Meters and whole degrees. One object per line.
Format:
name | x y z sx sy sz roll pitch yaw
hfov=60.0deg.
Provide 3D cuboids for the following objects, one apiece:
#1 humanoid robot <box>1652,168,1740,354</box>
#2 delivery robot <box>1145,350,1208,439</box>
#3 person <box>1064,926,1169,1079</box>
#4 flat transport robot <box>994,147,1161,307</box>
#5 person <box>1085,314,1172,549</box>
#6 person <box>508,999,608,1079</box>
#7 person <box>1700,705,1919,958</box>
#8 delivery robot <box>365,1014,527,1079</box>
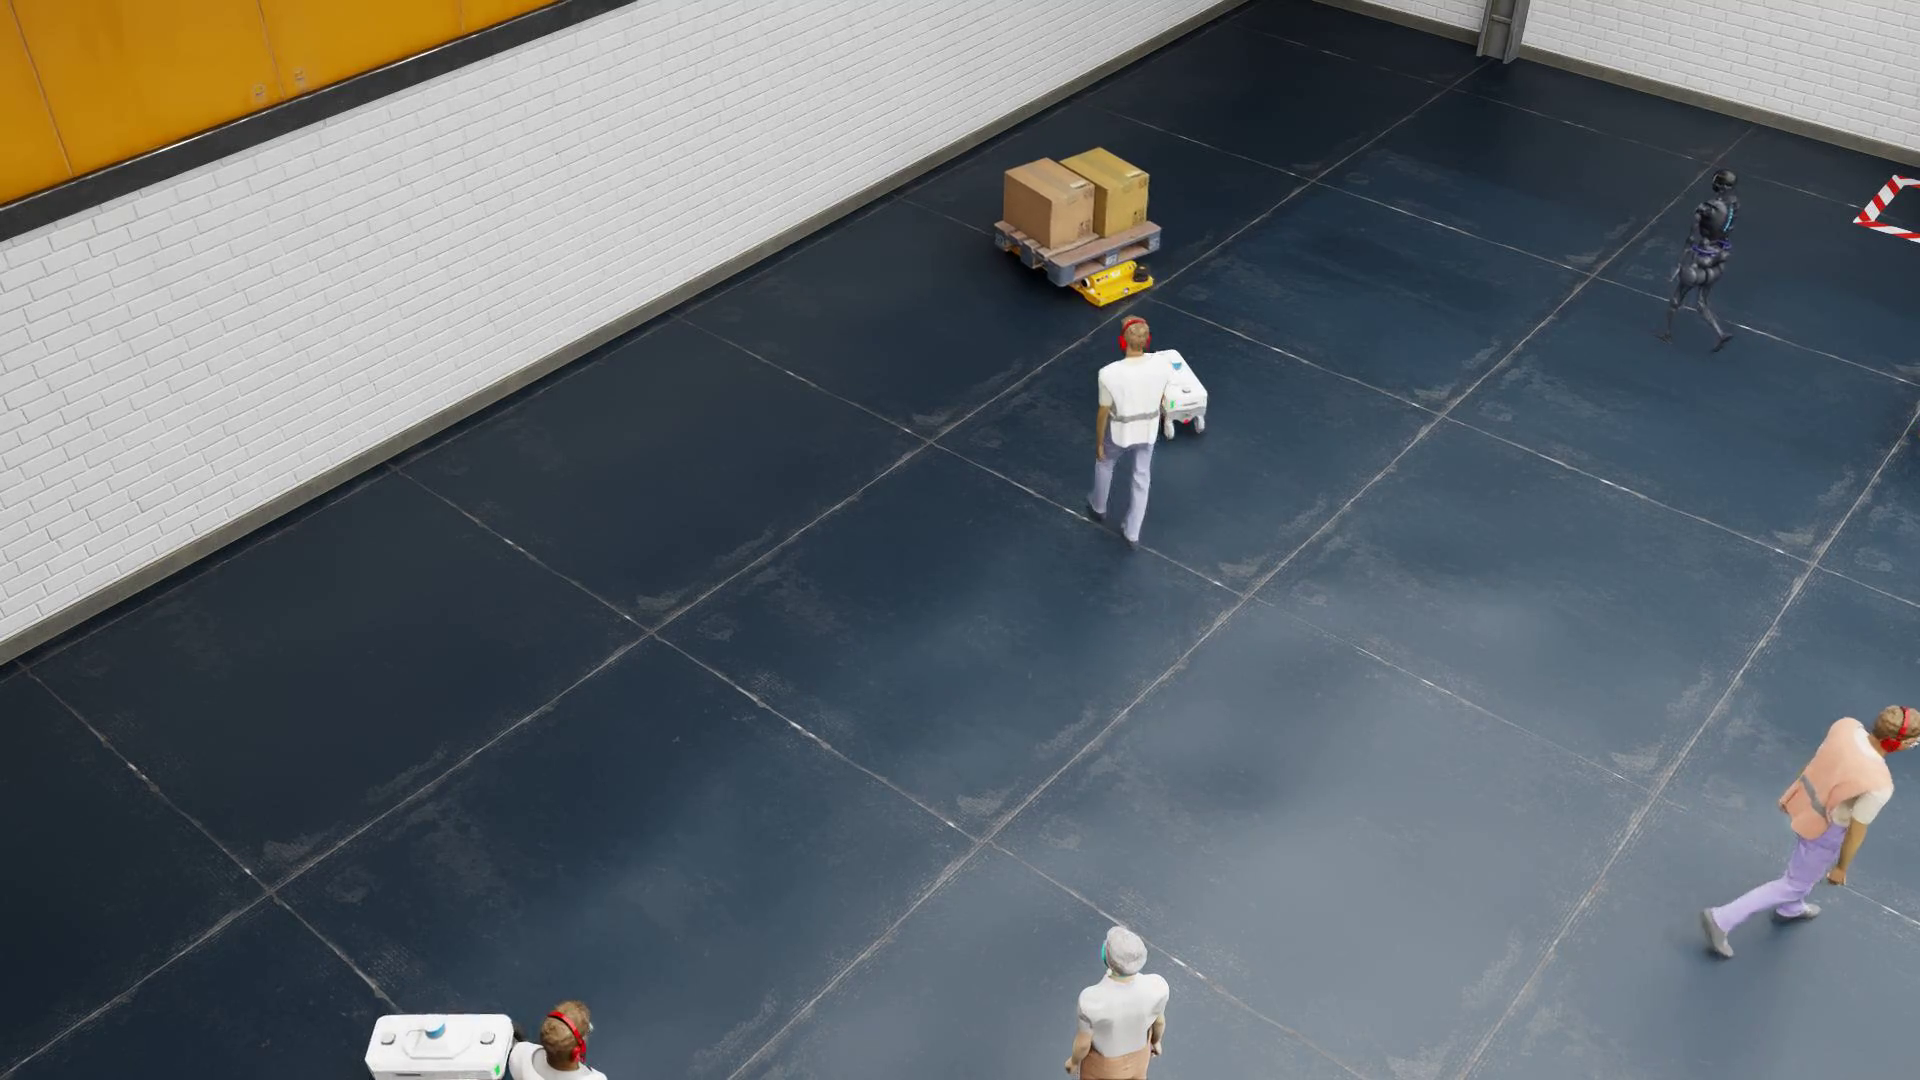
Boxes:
humanoid robot | 6.350 -2.317 14.062 0.596 1.630 0.642 -20 43 -23
delivery robot | 1.738 -1.234 13.588 0.499 0.592 0.795 -10 40 -12
person | 0.752 2.463 8.048 0.490 1.749 0.311 -10 40 -12
flat transport robot | 1.094 -2.644 15.568 0.659 0.231 1.431 -25 45 -27
person | 1.202 -0.838 12.093 0.559 1.813 0.773 -8 40 -10
person | -1.735 2.767 7.608 0.562 1.834 0.406 19 42 22
person | 4.634 1.568 9.125 0.774 1.805 0.602 0 39 0
delivery robot | -2.664 2.711 8.709 0.785 0.614 0.499 0 39 0
